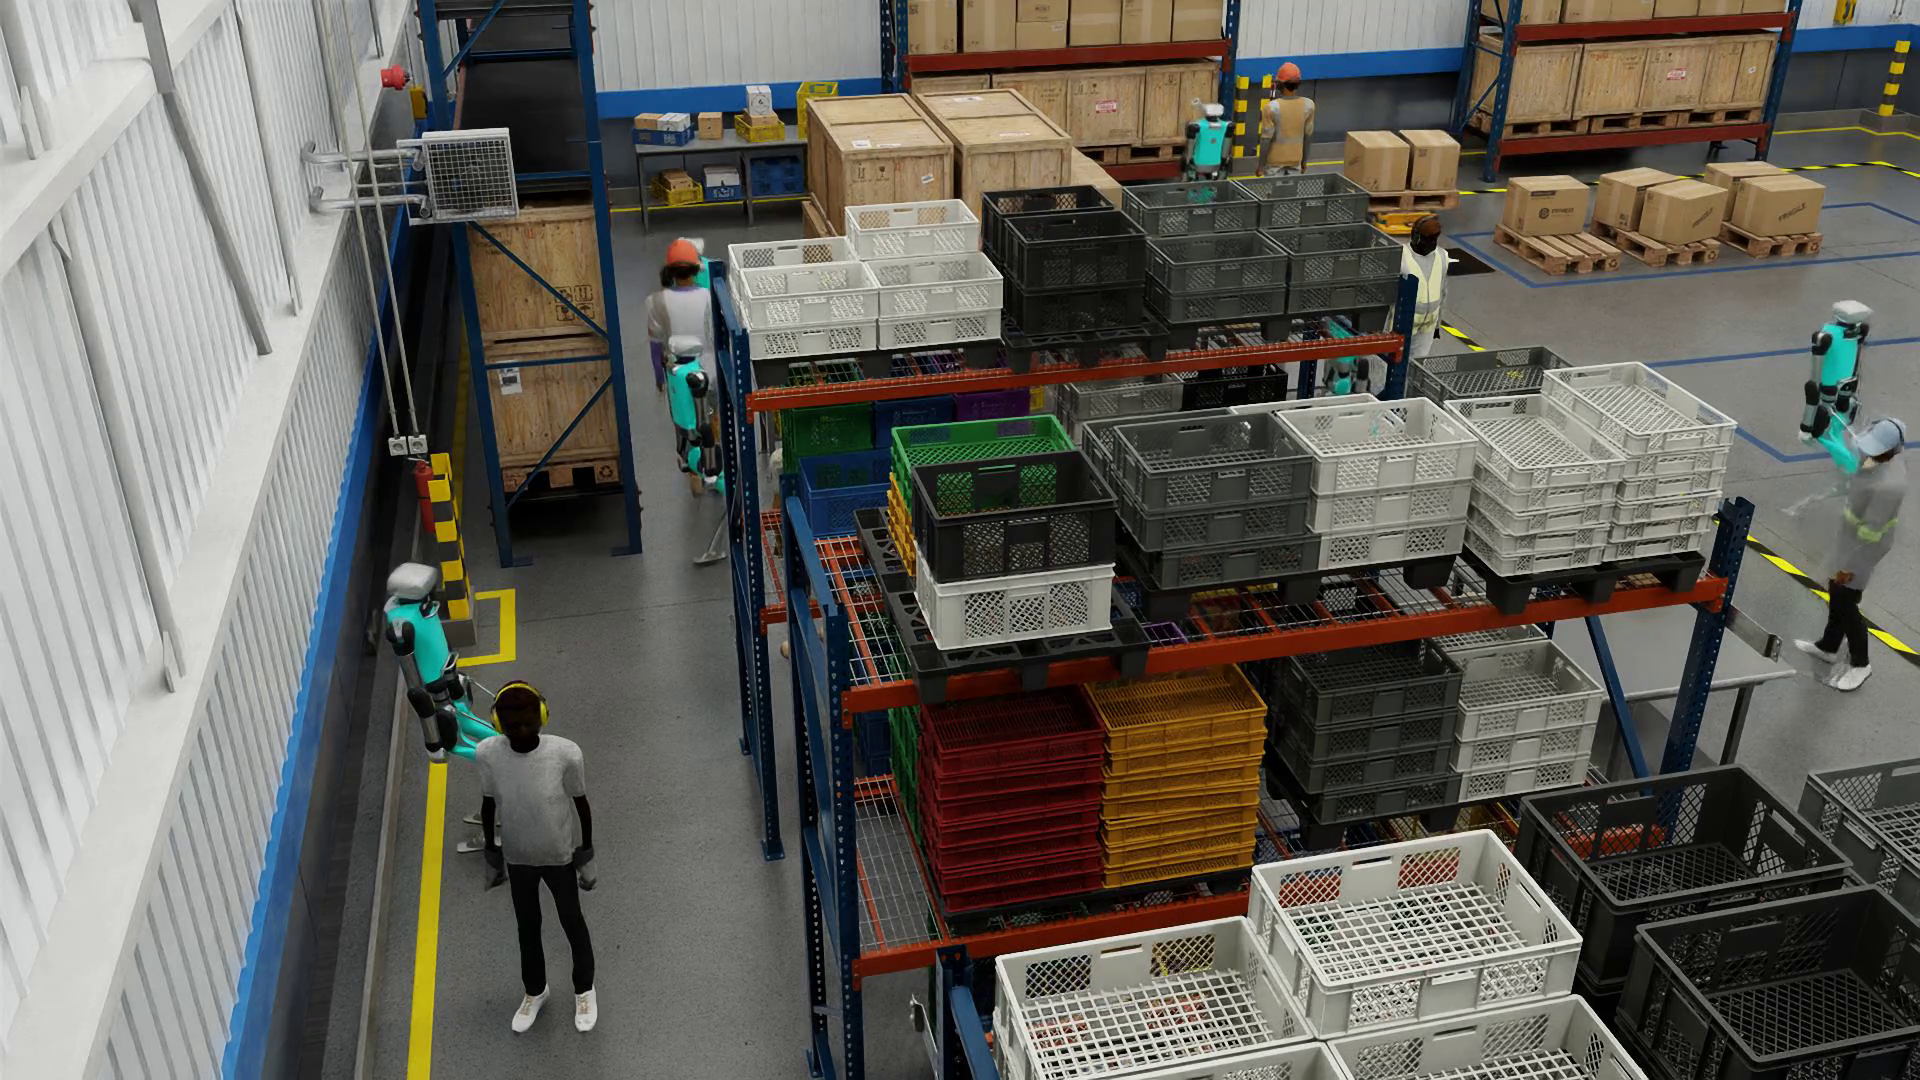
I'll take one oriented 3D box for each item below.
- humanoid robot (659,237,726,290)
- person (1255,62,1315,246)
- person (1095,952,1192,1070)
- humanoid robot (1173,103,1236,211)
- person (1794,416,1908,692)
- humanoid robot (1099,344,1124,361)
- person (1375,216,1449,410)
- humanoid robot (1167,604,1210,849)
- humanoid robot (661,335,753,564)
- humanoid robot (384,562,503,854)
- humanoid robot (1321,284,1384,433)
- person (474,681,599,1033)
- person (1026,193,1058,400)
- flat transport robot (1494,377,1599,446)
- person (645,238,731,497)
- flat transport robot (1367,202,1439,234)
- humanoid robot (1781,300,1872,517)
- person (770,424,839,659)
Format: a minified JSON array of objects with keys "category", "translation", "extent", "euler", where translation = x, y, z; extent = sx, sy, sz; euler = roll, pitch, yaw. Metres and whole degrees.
[{"category":"humanoid robot","translation":[-2.218,-1.670,13.703],"extent":[0.541,1.836,0.798],"euler":[-11,30,-19]},{"category":"person","translation":[3.478,-4.107,17.935],"extent":[0.604,2.047,0.368],"euler":[-8,29,-14]},{"category":"person","translation":[0.735,2.260,6.092],"extent":[0.940,1.825,0.538],"euler":[-4,28,-8]},{"category":"humanoid robot","translation":[2.505,-3.761,17.725],"extent":[0.547,1.893,0.780],"euler":[-8,29,-14]},{"category":"person","translation":[5.601,0.043,10.311],"extent":[0.423,1.817,0.668],"euler":[10,29,18]},{"category":"humanoid robot","translation":[1.293,-2.033,14.449],"extent":[0.792,1.627,0.595],"euler":[-16,32,-27]},{"category":"person","translation":[3.729,-1.779,13.746],"extent":[0.622,1.837,0.429],"euler":[-9,29,-17]},{"category":"humanoid robot","translation":[1.185,1.058,8.536],"extent":[0.427,1.644,0.586],"euler":[-3,28,-5]},{"category":"humanoid robot","translation":[-1.635,-0.591,11.655],"extent":[0.752,1.859,0.538],"euler":[-17,32,-29]},{"category":"humanoid robot","translation":[-2.511,0.879,8.659],"extent":[0.735,1.677,0.533],"euler":[-1,28,-1]},{"category":"humanoid robot","translation":[3.208,-1.216,12.794],"extent":[0.947,1.766,0.540],"euler":[-11,30,-19]},{"category":"person","translation":[-1.918,1.453,7.572],"extent":[0.528,1.871,0.321],"euler":[0,28,1]},{"category":"person","translation":[0.596,-2.087,14.288],"extent":[0.897,1.868,0.612],"euler":[10,29,18]},{"category":"flat transport robot","translation":[4.780,-1.036,14.013],"extent":[0.659,0.231,1.431],"euler":[-6,28,-12]},{"category":"person","translation":[-2.040,-1.288,12.610],"extent":[0.598,2.022,0.437],"euler":[-6,28,-11]},{"category":"flat transport robot","translation":[5.018,-3.861,19.342],"extent":[0.652,0.197,1.431],"euler":[-3,28,-6]},{"category":"humanoid robot","translation":[6.510,-0.774,12.000],"extent":[0.531,1.782,1.017],"euler":[-16,32,-27]},{"category":"person","translation":[-0.949,-0.070,10.503],"extent":[0.498,1.837,0.346],"euler":[-18,33,-30]}]
